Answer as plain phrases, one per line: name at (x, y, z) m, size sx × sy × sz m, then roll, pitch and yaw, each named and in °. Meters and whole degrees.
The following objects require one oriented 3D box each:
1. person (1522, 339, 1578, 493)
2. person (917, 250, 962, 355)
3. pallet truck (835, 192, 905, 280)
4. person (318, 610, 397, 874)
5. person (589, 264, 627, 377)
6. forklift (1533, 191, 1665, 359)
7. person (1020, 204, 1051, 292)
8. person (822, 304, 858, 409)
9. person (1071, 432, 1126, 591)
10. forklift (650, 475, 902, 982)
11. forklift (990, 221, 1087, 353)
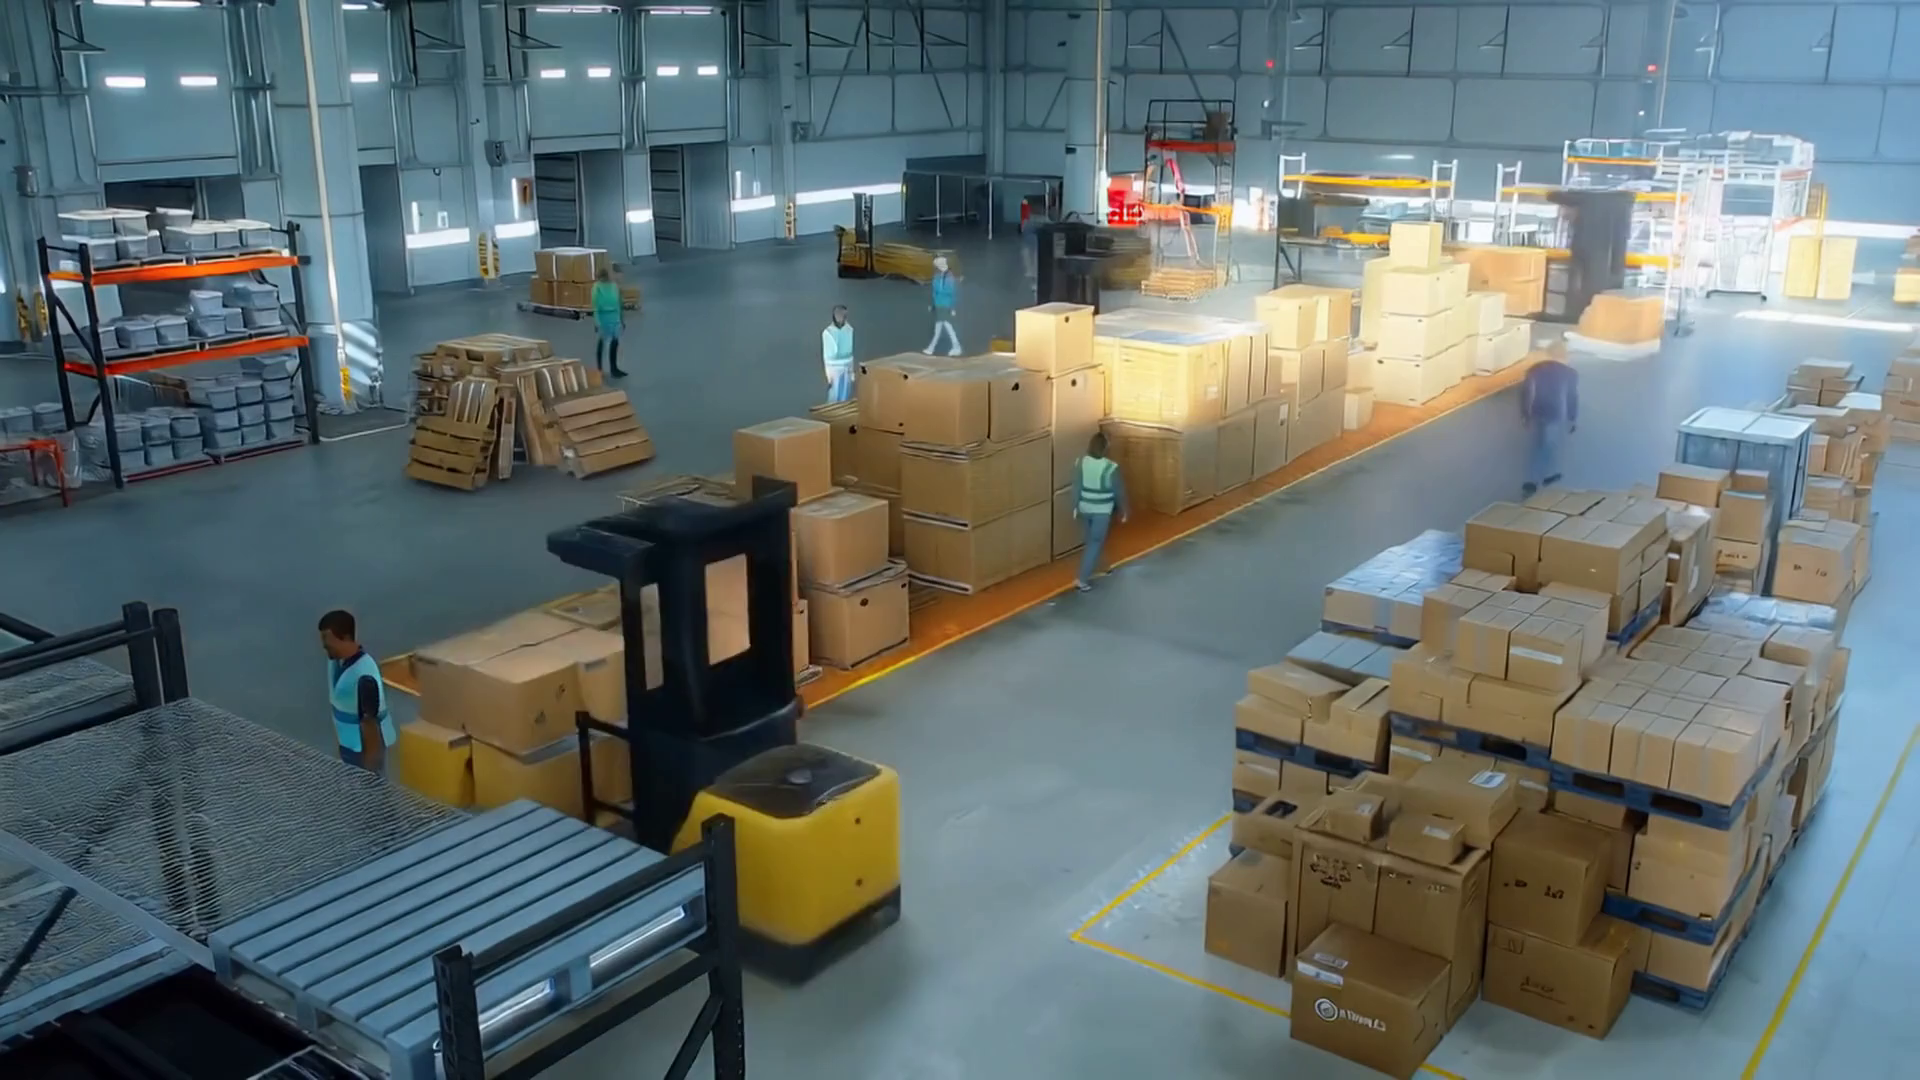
person at (7.266, -1.534, 20.557) m, size 1.036 × 1.899 × 0.640 m, roll -15°, pitch 22°, yaw -40°
person at (-0.345, -4.148, 29.214) m, size 1.003 × 1.880 × 0.572 m, roll -10°, pitch 20°, yaw -31°
pallet truck at (-1.936, -7.159, 38.982) m, size 1.885 × 1.965 × 0.823 m, roll -12°, pitch 21°, yaw -34°
person at (-3.946, 1.357, 10.947) m, size 0.412 × 1.907 × 0.596 m, roll -13°, pitch 21°, yaw -37°
person at (-5.820, -3.605, 27.411) m, size 0.627 × 1.892 × 0.416 m, roll -13°, pitch 21°, yaw -36°
forklift at (11.449, -4.745, 29.487) m, size 1.129 × 2.768 × 1.873 m, roll -13°, pitch 21°, yaw -36°
person at (1.673, -6.516, 37.005) m, size 0.657 × 1.900 × 0.786 m, roll -4°, pitch 17°, yaw -13°
person at (-1.683, -2.362, 23.301) m, size 0.348 × 1.882 × 0.585 m, roll 11°, pitch 20°, yaw 33°
person at (1.417, -0.307, 16.975) m, size 0.536 × 1.590 × 0.862 m, roll 12°, pitch 21°, yaw 35°
forklift at (-1.389, 1.049, 10.299) m, size 1.873 × 2.768 × 1.129 m, roll 12°, pitch 21°, yaw 35°
forklift at (1.460, -3.273, 24.613) m, size 1.873 × 2.768 × 1.129 m, roll 12°, pitch 21°, yaw 35°
